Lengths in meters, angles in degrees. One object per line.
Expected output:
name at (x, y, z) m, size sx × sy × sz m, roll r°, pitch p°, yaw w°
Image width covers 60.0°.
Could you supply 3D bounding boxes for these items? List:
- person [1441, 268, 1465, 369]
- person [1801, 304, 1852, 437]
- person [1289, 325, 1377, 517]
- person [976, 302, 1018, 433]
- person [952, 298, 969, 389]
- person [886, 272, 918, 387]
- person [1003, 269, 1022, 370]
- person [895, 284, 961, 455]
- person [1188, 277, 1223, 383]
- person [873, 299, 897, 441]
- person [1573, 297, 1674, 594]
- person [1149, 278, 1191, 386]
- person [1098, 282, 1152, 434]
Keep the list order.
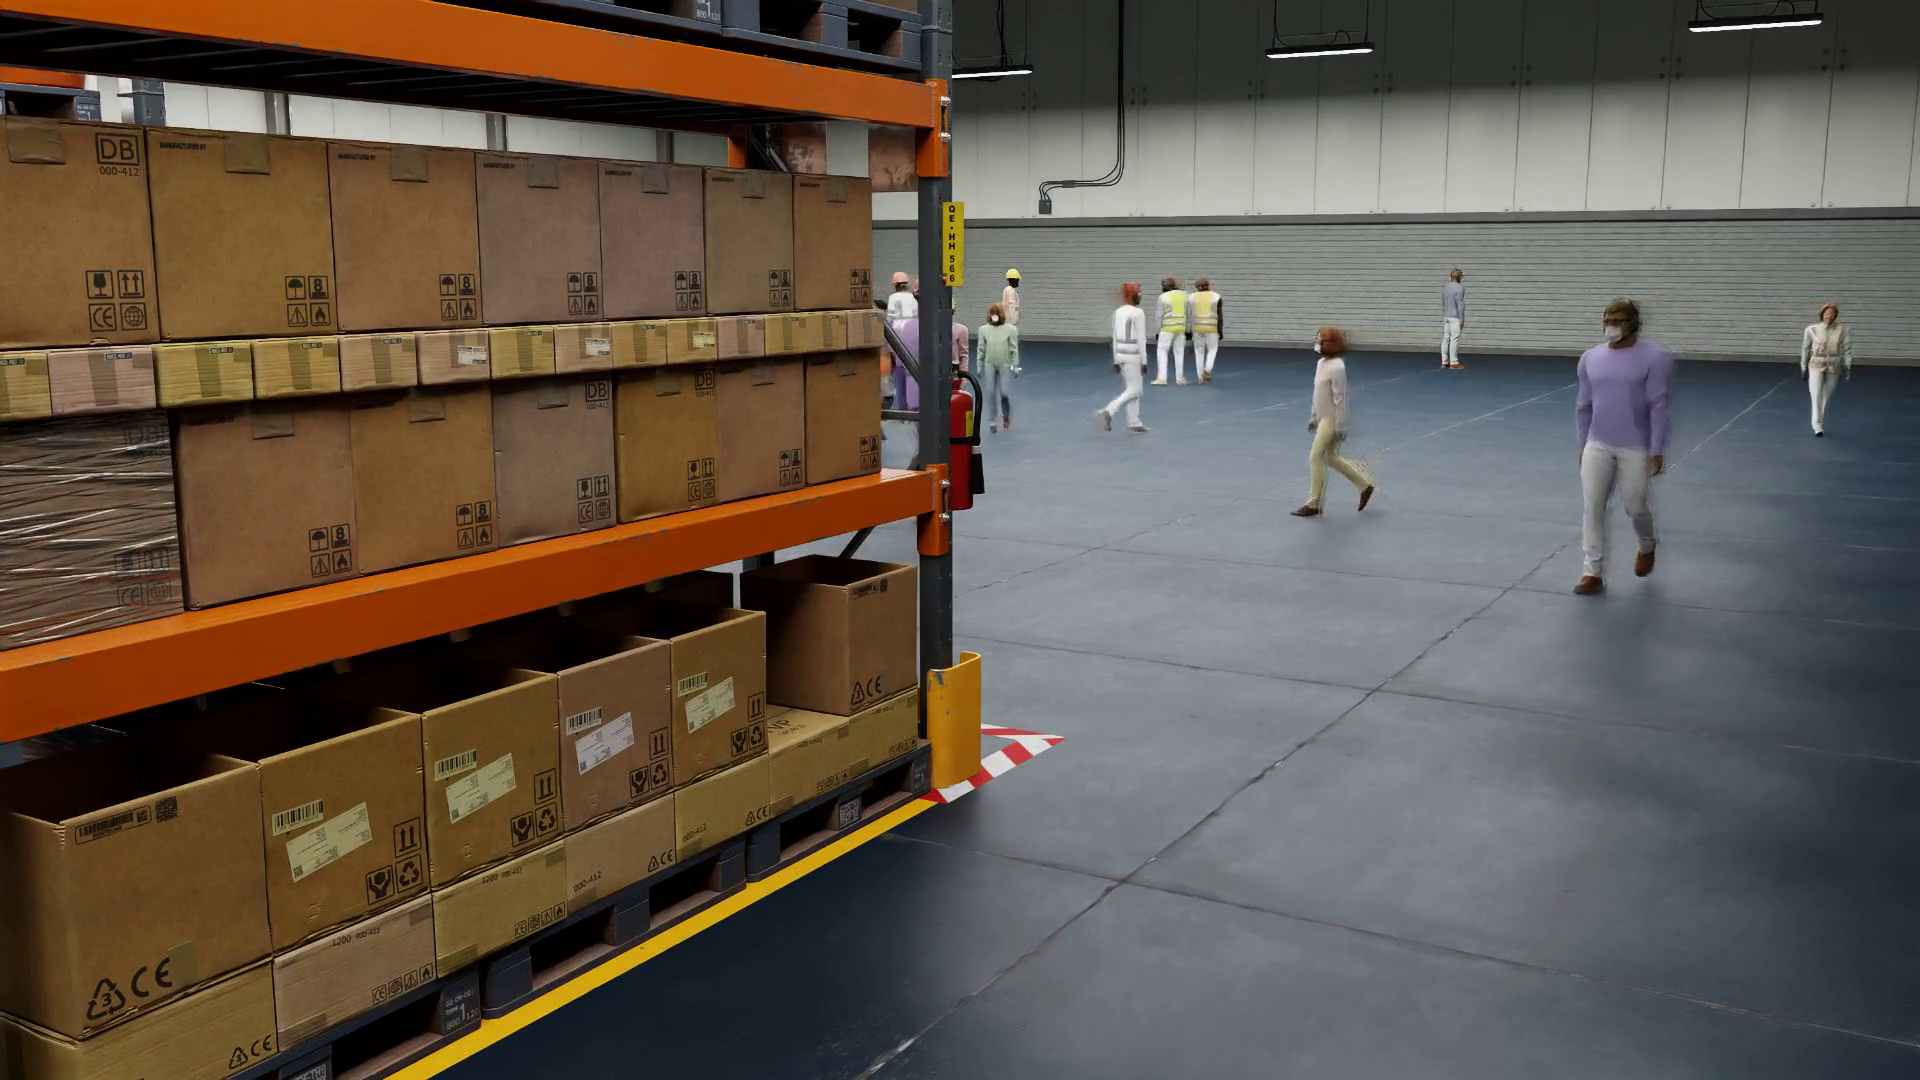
person at (9.541, -4.269, 32.134) m, size 0.372 × 1.940 × 0.630 m, roll -3°, pitch 10°, yaw -18°
person at (10.469, -2.045, 20.106) m, size 0.527 × 1.590 × 0.866 m, roll 3°, pitch 10°, yaw 16°
person at (3.154, -0.997, 13.924) m, size 0.723 × 1.611 × 0.495 m, roll 0°, pitch 10°, yaw -3°
person at (0.453, -2.116, 20.465) m, size 0.521 × 1.618 × 0.369 m, roll 2°, pitch 10°, yaw 13°
person at (-0.165, -1.807, 18.234) m, size 0.523 × 1.766 × 0.320 m, roll 3°, pitch 10°, yaw 16°
person at (-1.016, -3.399, 27.112) m, size 0.553 × 1.905 × 0.797 m, roll -10°, pitch 14°, yaw -44°
person at (0.990, -4.201, 31.757) m, size 0.360 × 1.930 × 0.589 m, roll -1°, pitch 10°, yaw -6°
person at (-0.242, -1.144, 13.598) m, size 0.443 × 2.027 × 0.622 m, roll -8°, pitch 13°, yaw -41°
person at (4.183, -3.583, 28.472) m, size 0.641 × 1.817 × 0.434 m, roll 3°, pitch 10°, yaw 16°
person at (-0.973, -1.955, 19.348) m, size 0.532 × 1.679 × 0.425 m, roll 3°, pitch 10°, yaw 17°
person at (4.319, -0.617, 10.827) m, size 0.634 × 1.919 × 0.767 m, roll 9°, pitch 13°, yaw 43°
person at (3.564, -3.505, 28.061) m, size 0.876 × 1.814 × 0.432 m, roll -5°, pitch 11°, yaw -29°
person at (2.020, -2.192, 20.187) m, size 0.716 × 1.866 × 0.586 m, roll -4°, pitch 11°, yaw -23°
